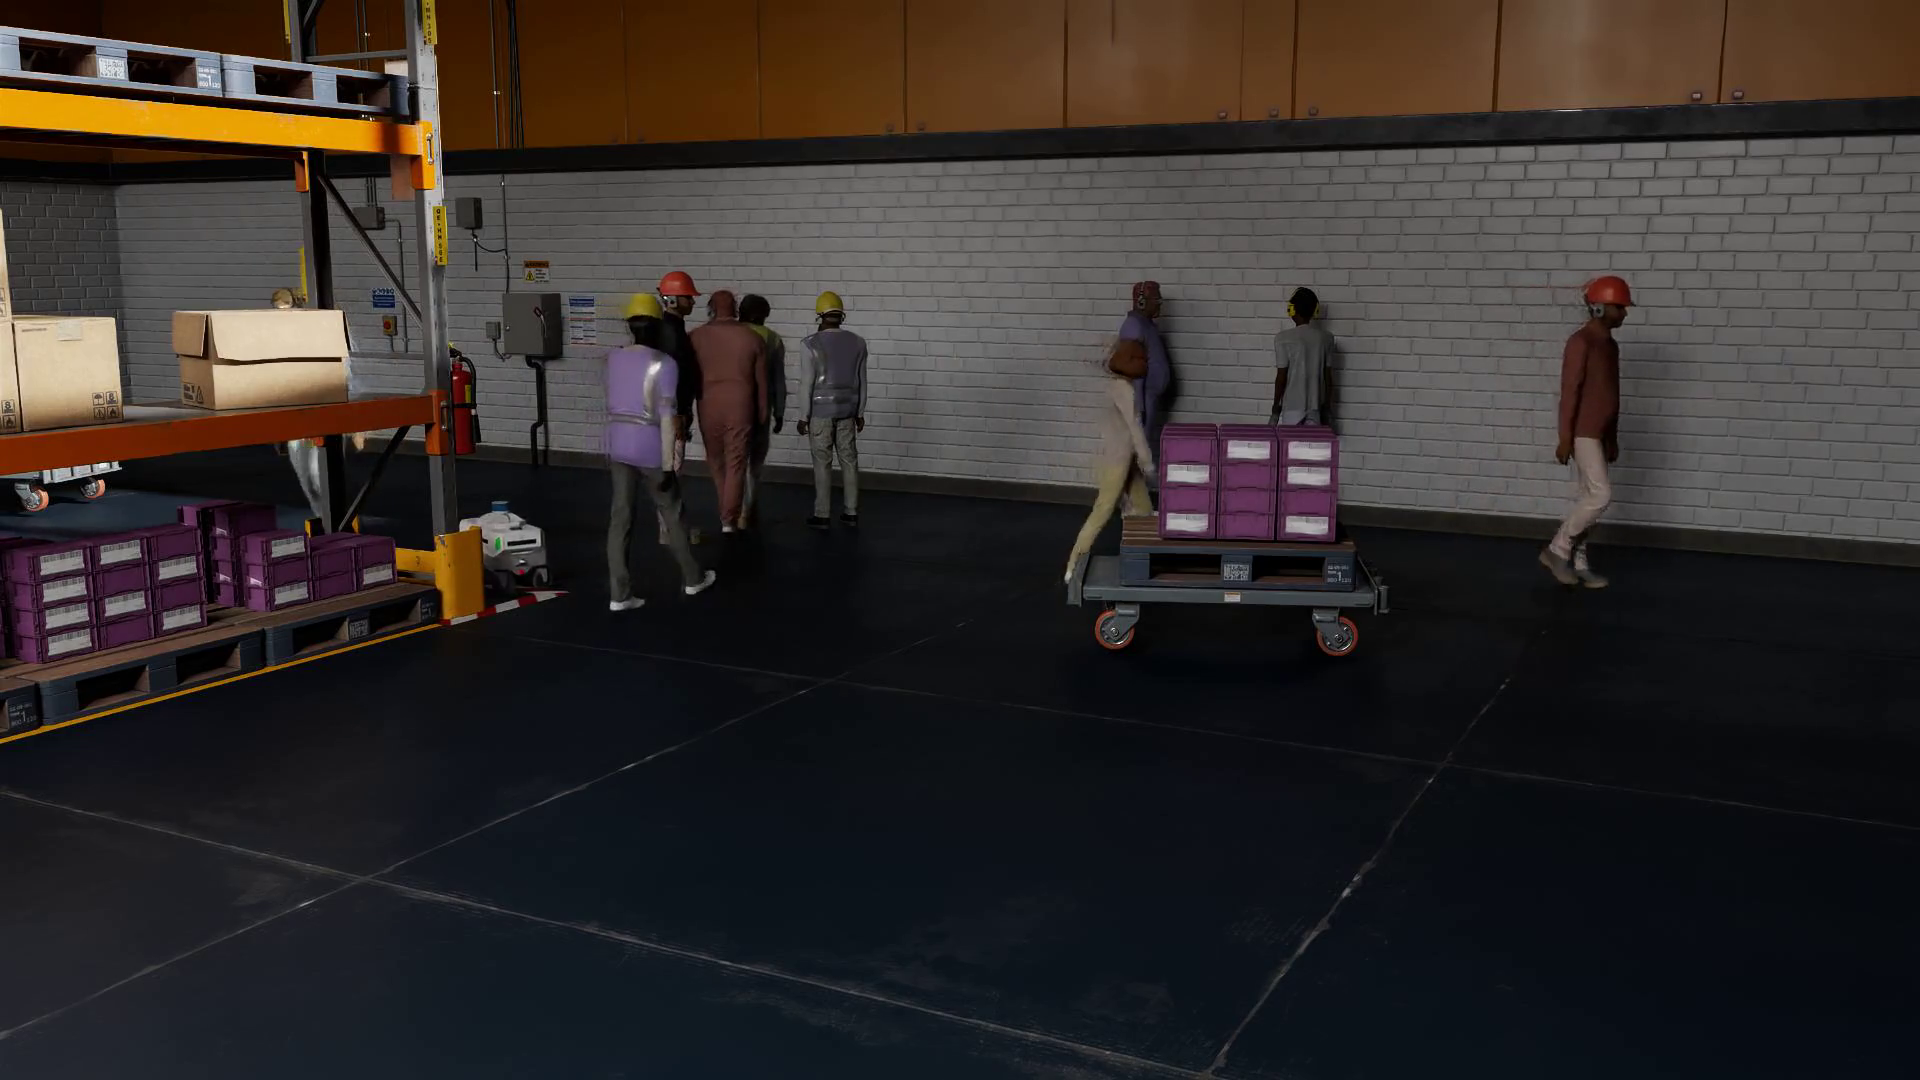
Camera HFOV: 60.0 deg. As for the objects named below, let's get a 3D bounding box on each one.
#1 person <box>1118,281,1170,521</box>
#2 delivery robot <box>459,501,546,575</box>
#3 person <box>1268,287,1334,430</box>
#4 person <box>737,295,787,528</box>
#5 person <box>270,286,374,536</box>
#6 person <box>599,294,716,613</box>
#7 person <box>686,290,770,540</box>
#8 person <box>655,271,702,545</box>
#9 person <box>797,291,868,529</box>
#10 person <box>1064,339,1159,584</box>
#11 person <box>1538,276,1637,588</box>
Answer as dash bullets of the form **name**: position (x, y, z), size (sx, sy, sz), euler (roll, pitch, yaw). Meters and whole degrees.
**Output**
- **person**: position (1.459, -1.092, 13.185), size (0.403, 1.906, 0.651), euler (2, 10, 12)
- **delivery robot**: position (-2.897, -0.003, 10.518), size (0.477, 0.478, 0.707), euler (-7, 12, -35)
- **person**: position (2.578, -0.974, 12.609), size (0.521, 1.870, 0.319), euler (-3, 10, -17)
- **person**: position (-1.694, -1.016, 13.068), size (0.609, 1.796, 0.764), euler (-2, 10, -13)
- **person**: position (-4.327, -0.747, 11.191), size (0.675, 1.907, 0.477), euler (4, 11, 24)
- **person**: position (-1.849, -0.531, 10.050), size (0.581, 1.874, 0.924), euler (4, 11, 24)
- **person**: position (-1.760, -0.934, 12.464), size (0.660, 1.858, 0.961), euler (0, 10, -1)
- **person**: position (-2.072, -0.968, 12.208), size (0.395, 1.993, 0.616), euler (-1, 10, -5)
- **person**: position (-1.000, -1.000, 12.864), size (0.603, 1.830, 0.404), euler (-7, 12, -34)
- **person**: position (1.077, -0.472, 10.546), size (0.885, 1.582, 0.502), euler (1, 10, 7)
- **person**: position (3.997, -0.664, 10.482), size (0.437, 1.977, 0.639), euler (8, 13, 40)
